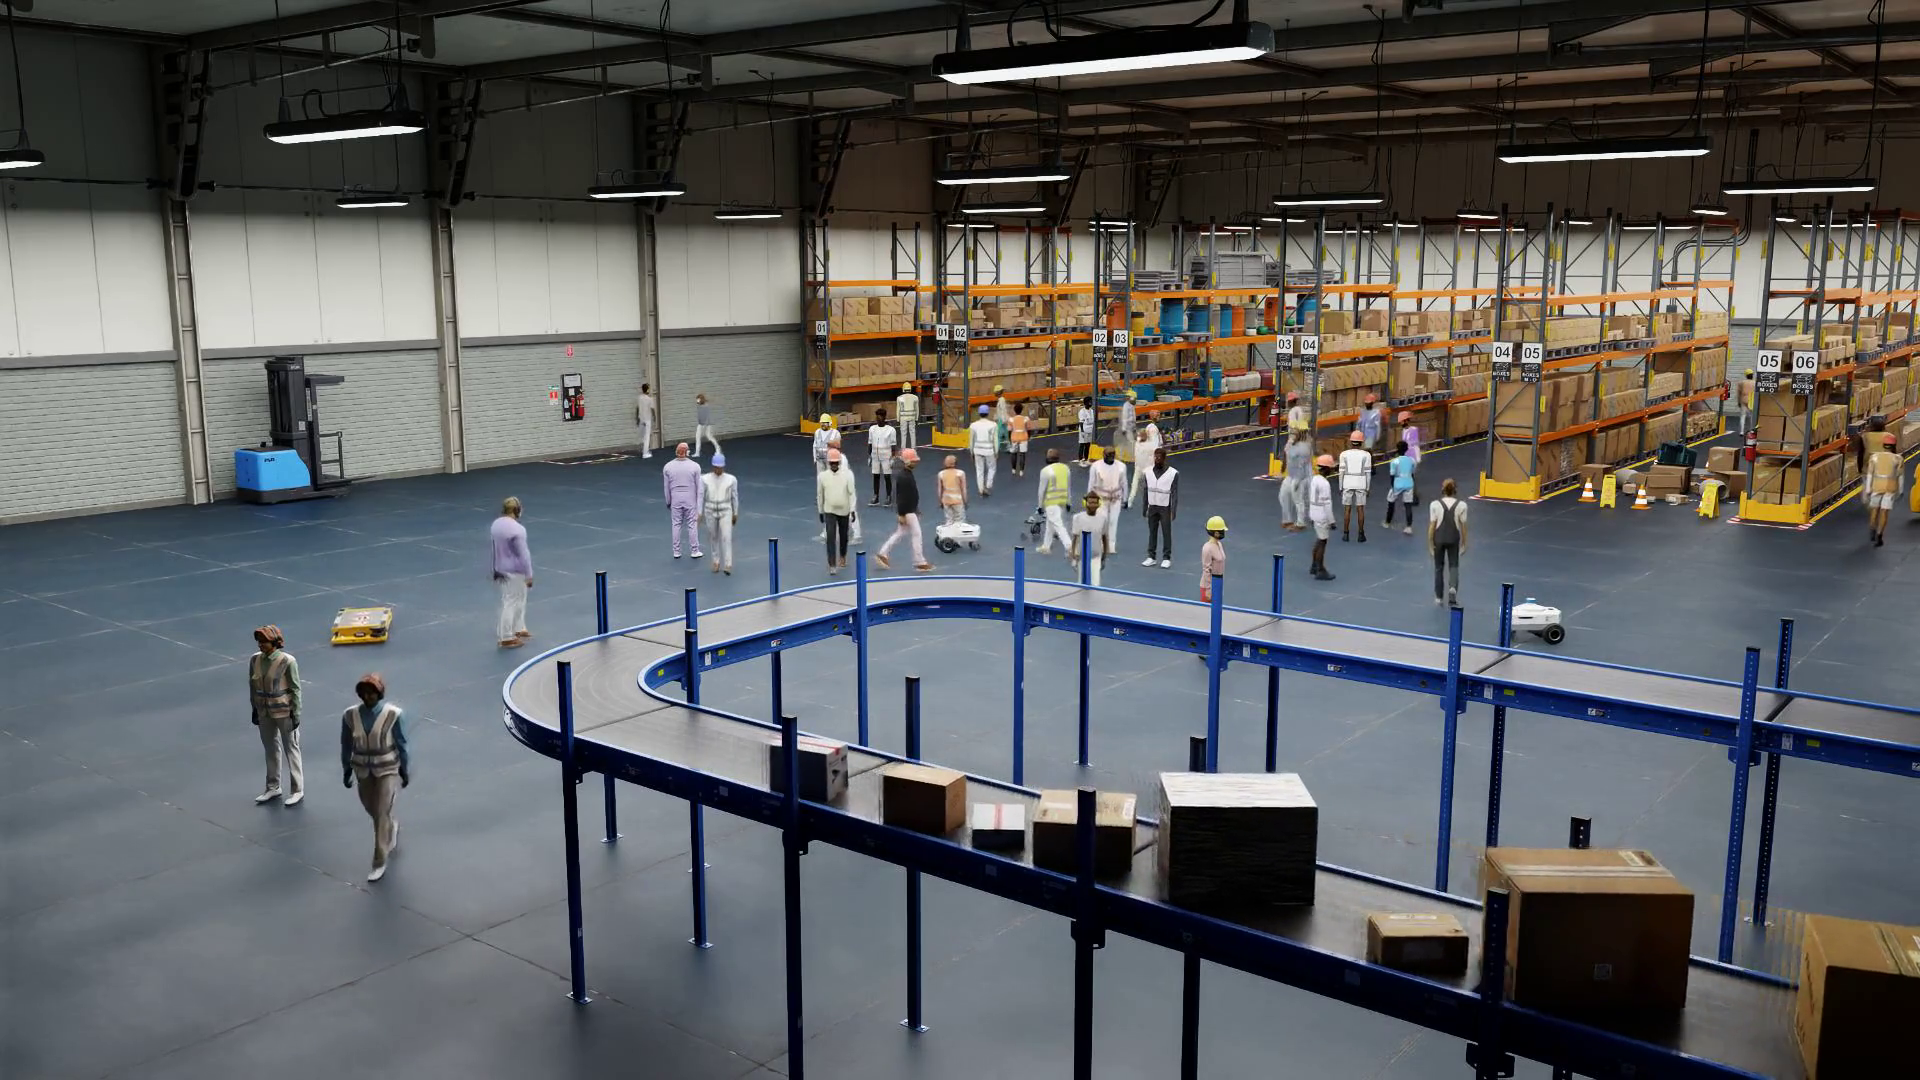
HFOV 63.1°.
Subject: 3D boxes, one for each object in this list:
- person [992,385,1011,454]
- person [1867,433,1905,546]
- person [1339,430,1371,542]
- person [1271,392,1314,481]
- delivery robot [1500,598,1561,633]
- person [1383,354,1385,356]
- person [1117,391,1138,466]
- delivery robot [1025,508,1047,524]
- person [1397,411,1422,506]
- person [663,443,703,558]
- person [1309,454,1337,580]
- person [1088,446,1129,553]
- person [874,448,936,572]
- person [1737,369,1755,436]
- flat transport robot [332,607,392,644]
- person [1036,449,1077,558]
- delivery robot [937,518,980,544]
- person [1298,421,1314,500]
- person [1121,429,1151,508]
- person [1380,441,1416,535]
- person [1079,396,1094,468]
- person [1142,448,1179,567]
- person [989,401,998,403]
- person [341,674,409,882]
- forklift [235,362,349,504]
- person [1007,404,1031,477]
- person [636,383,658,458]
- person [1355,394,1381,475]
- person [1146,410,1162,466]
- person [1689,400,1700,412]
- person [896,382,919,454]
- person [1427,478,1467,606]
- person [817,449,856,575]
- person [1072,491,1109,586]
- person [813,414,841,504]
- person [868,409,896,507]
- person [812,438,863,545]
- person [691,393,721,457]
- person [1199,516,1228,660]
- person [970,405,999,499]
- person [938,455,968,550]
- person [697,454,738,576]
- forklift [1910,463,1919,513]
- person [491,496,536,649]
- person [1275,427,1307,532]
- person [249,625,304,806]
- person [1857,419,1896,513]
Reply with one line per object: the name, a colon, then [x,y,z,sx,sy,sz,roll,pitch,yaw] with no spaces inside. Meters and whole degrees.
person: [0.985,-3.070,39.863,0.770,1.732,0.528,1,10,8]
person: [16.021,-0.886,27.061,0.896,1.905,0.545,-10,14,-44]
person: [6.890,-0.944,27.321,0.546,1.939,0.375,4,11,20]
person: [7.466,-2.283,34.775,1.005,1.985,0.687,7,12,34]
delivery robot: [7.348,0.994,20.166,0.707,0.478,0.477,0,10,-3]
person: [14.680,-5.671,54.117,0.327,1.874,0.521,4,11,23]
person: [4.110,-2.681,37.564,0.759,1.775,0.611,2,10,11]
delivery robot: [1.394,-0.446,27.538,0.335,0.223,0.698,6,12,32]
person: [8.928,-1.610,31.206,0.651,1.886,0.633,-1,10,-5]
person: [-4.533,-0.650,25.756,0.642,1.908,0.407,1,10,3]
person: [5.584,-0.353,24.031,0.409,1.932,0.558,0,10,-2]
person: [2.479,-0.679,26.151,0.664,1.822,0.435,-2,10,-9]
person: [-0.899,-0.485,24.689,0.952,1.965,0.608,0,10,1]
person: [22.141,-3.853,43.947,0.585,1.863,0.976,6,12,30]
flat transport robot: [-7.869,1.106,20.594,0.652,0.197,1.431,-3,11,-17]
person: [1.605,-0.608,25.861,0.935,1.801,0.633,10,14,44]
delivery robot: [-0.027,-0.131,26.495,0.707,0.478,0.477,-2,10,-12]
person: [6.800,-1.472,30.838,0.534,1.739,0.675,-3,11,-18]
person: [3.568,-1.417,30.932,0.778,1.586,0.570,-5,11,-26]
person: [7.919,-0.958,28.187,0.551,1.657,0.862,-2,10,-13]
person: [3.010,-2.576,37.204,0.317,1.693,0.536,8,13,38]
person: [3.204,-0.531,25.059,0.596,1.915,0.373,6,12,30]
person: [1.076,-4.127,45.068,0.688,2.000,0.536,10,14,43]
person: [-4.676,1.839,12.581,0.523,1.612,0.770,1,10,3]
forklift: [-13.803,-2.244,32.110,1.129,2.768,1.873,8,13,37]
person: [1.344,-2.277,35.592,0.534,1.664,0.749,1,10,5]
person: [-7.794,-2.998,39.135,0.550,1.846,0.653,5,11,27]
person: [9.256,-2.370,35.506,0.996,1.890,0.544,-8,13,-38]
person: [3.929,-1.700,31.737,0.355,1.882,0.575,-1,10,-5]
person: [21.316,-4.128,45.513,1.024,1.856,0.641,5,11,28]
person: [-1.335,-3.084,39.655,0.591,1.837,0.403,-3,11,-18]
person: [6.870,0.041,22.091,0.510,1.834,0.475,2,10,11]
person: [-1.946,-0.490,24.747,0.608,1.959,1.011,-1,10,-4]
person: [1.738,0.228,21.051,0.503,1.834,0.939,0,10,0]
person: [-2.697,-1.633,31.494,0.587,1.833,0.404,3,11,18]
person: [-1.568,-1.649,31.214,0.607,1.966,0.367,4,11,21]
person: [-2.123,-0.823,26.918,0.943,1.836,0.583,-5,11,-27]
person: [-6.393,-2.896,39.271,0.497,1.597,0.786,8,13,38]
person: [3.117,0.582,19.219,0.314,1.769,0.524,5,11,26]
person: [0.517,-1.832,32.330,0.643,1.929,0.538,3,11,16]
person: [-0.119,-0.635,26.450,0.535,1.619,0.359,3,11,19]
person: [-3.770,-0.392,24.335,0.632,1.893,0.999,-1,10,-5]
forklift: [19.034,-1.348,28.998,2.313,2.155,1.214,8,13,37]
person: [-5.593,0.398,19.835,0.660,1.909,0.725,9,14,42]
person: [5.976,-1.082,28.167,0.671,1.911,0.655,-2,10,-12]
person: [-6.137,1.565,14.044,0.522,1.638,0.311,3,11,18]
person: [17.971,-1.467,30.663,0.630,1.797,0.948,8,13,38]
